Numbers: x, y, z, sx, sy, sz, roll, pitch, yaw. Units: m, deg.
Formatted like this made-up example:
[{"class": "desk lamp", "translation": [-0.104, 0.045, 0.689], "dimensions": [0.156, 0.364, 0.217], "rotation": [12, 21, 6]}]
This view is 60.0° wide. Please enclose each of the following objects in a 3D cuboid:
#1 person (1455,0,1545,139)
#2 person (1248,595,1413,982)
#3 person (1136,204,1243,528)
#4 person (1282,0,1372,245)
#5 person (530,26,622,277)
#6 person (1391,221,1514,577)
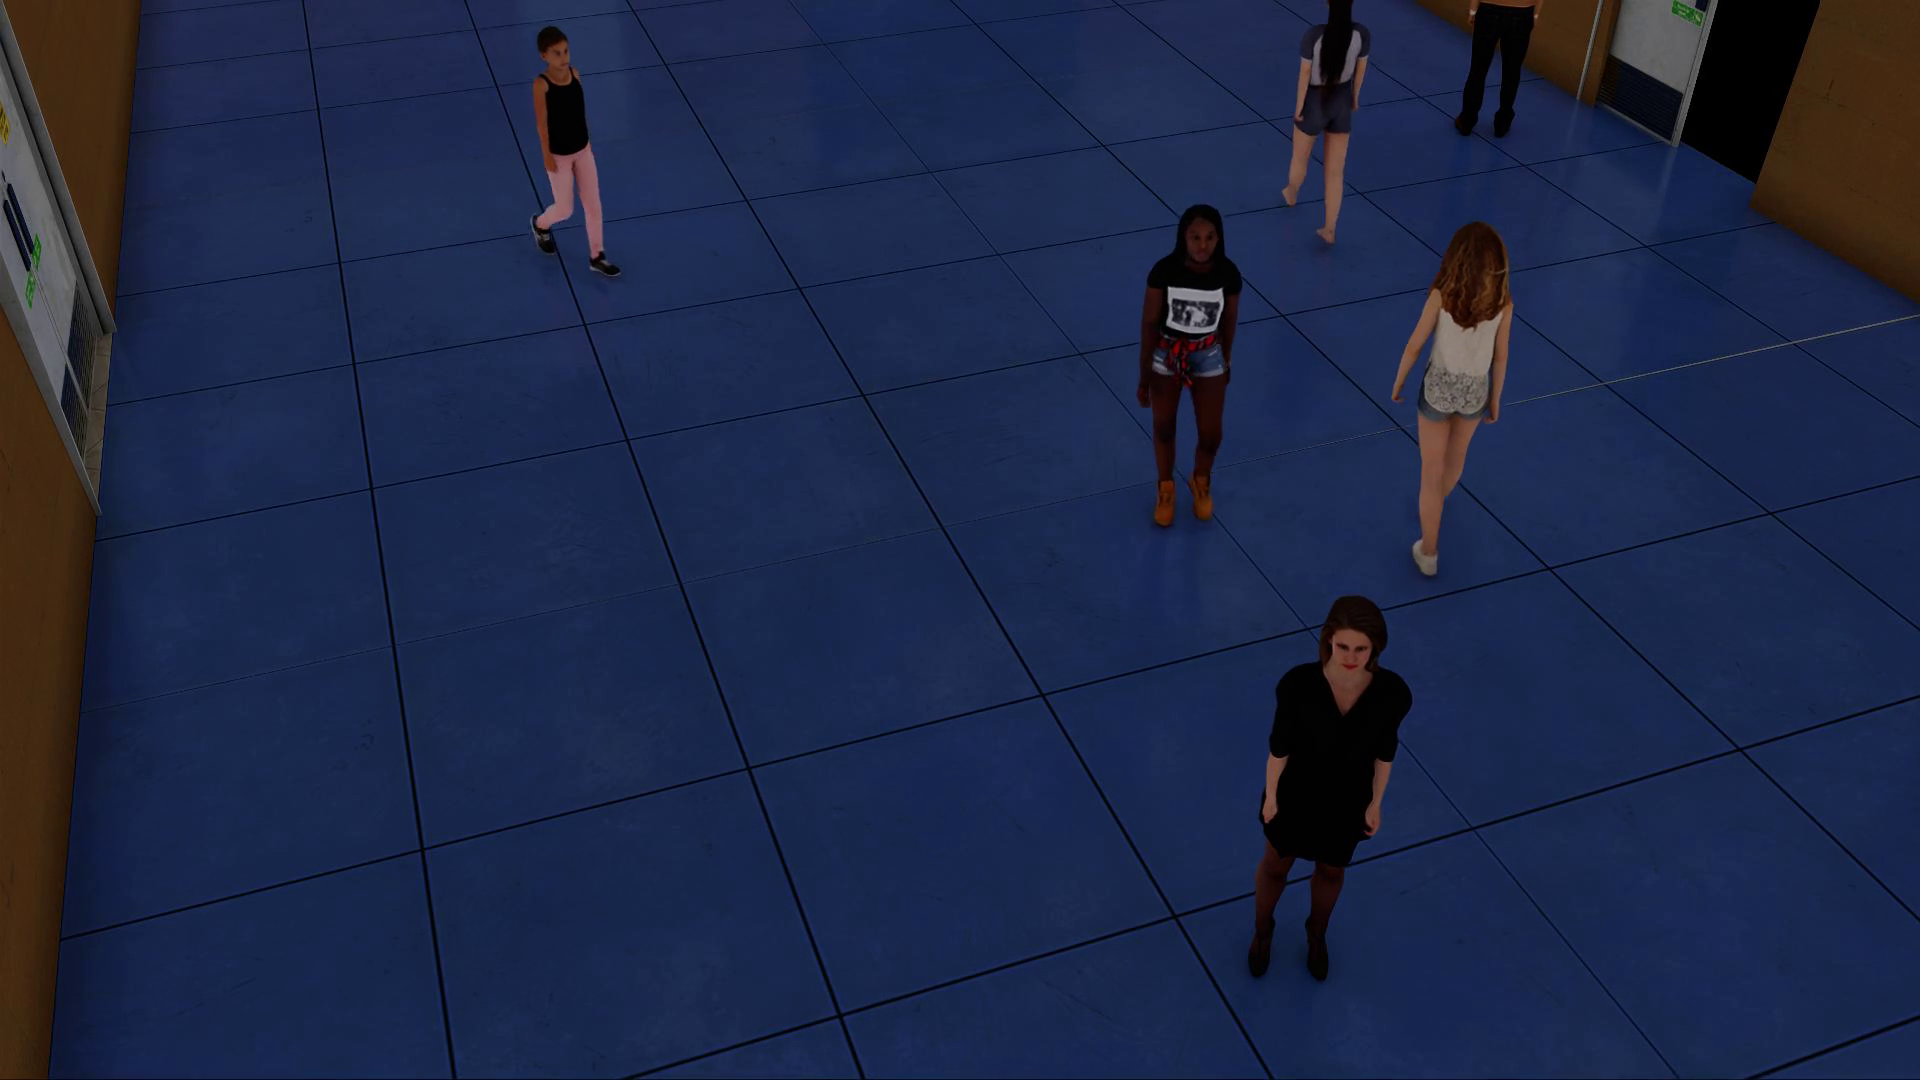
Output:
[{"class": "person", "translation": [3.850, -3.720, 11.760], "dimensions": [0.706, 1.754, 0.813], "rotation": [6, 37, 8]}, {"class": "person", "translation": [1.230, 0.870, 5.671], "dimensions": [0.577, 1.706, 0.713], "rotation": [3, 37, 4]}, {"class": "person", "translation": [1.072, -0.859, 7.981], "dimensions": [0.674, 1.713, 0.765], "rotation": [4, 37, 5]}, {"class": "person", "translation": [2.331, -2.638, 10.448], "dimensions": [1.070, 1.598, 0.879], "rotation": [-2, 37, -2]}, {"class": "person", "translation": [-2.434, -2.369, 10.133], "dimensions": [0.868, 1.546, 0.935], "rotation": [27, 45, 31]}, {"class": "person", "translation": [2.257, -0.581, 7.587], "dimensions": [0.929, 1.742, 0.877], "rotation": [2, 37, 3]}]
